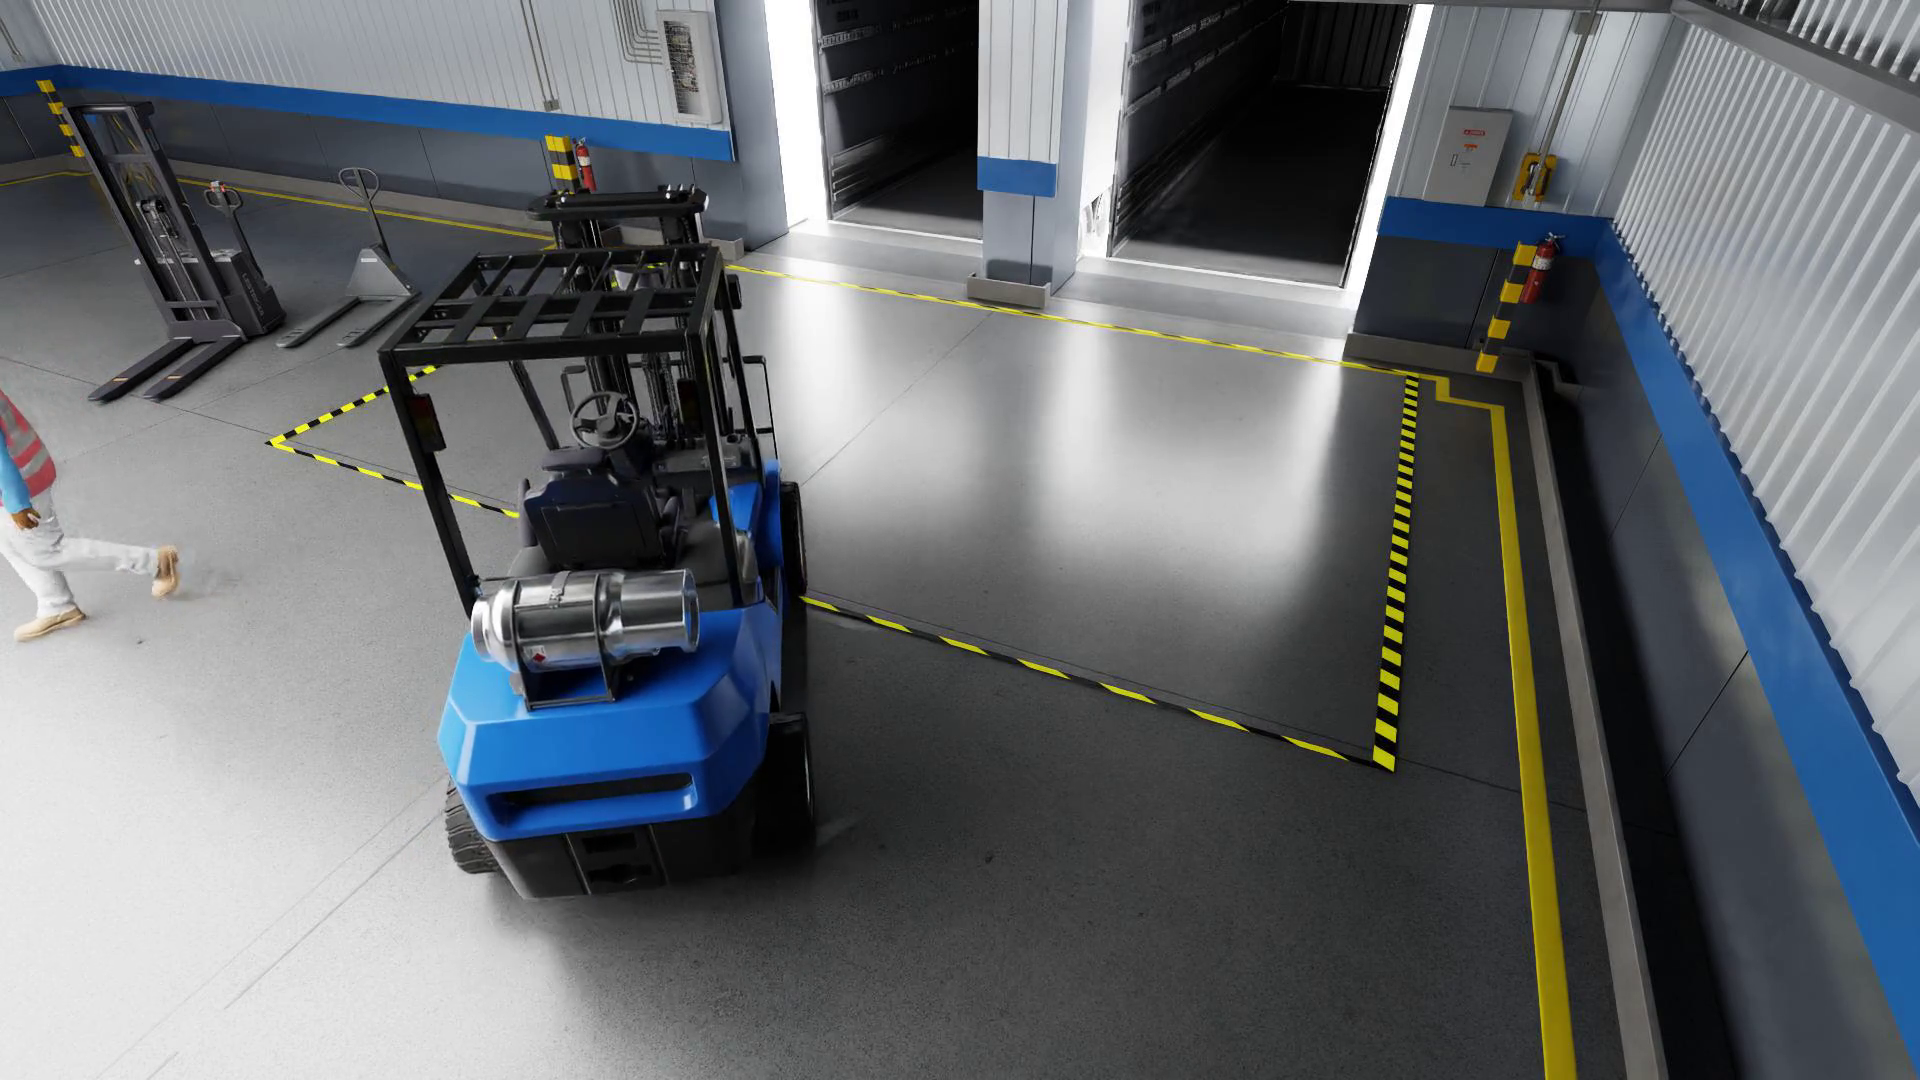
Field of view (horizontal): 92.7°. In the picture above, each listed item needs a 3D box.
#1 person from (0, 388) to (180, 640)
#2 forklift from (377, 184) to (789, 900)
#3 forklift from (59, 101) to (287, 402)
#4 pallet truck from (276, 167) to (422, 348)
[{"bbox_3d":[-4.741,-0.303,4.624,0.634,1.803,0.796,28,44,34],"label":"person"},{"bbox_3d":[-1.432,-0.189,3.980,1.157,2.036,2.680,-5,35,-7],"label":"forklift"},{"bbox_3d":[-6.686,-2.387,7.434,0.823,1.965,1.885,-3,35,-5],"label":"forklift"},{"bbox_3d":[-5.732,-2.611,8.414,0.680,1.201,1.601,-1,35,-1],"label":"pallet truck"}]
